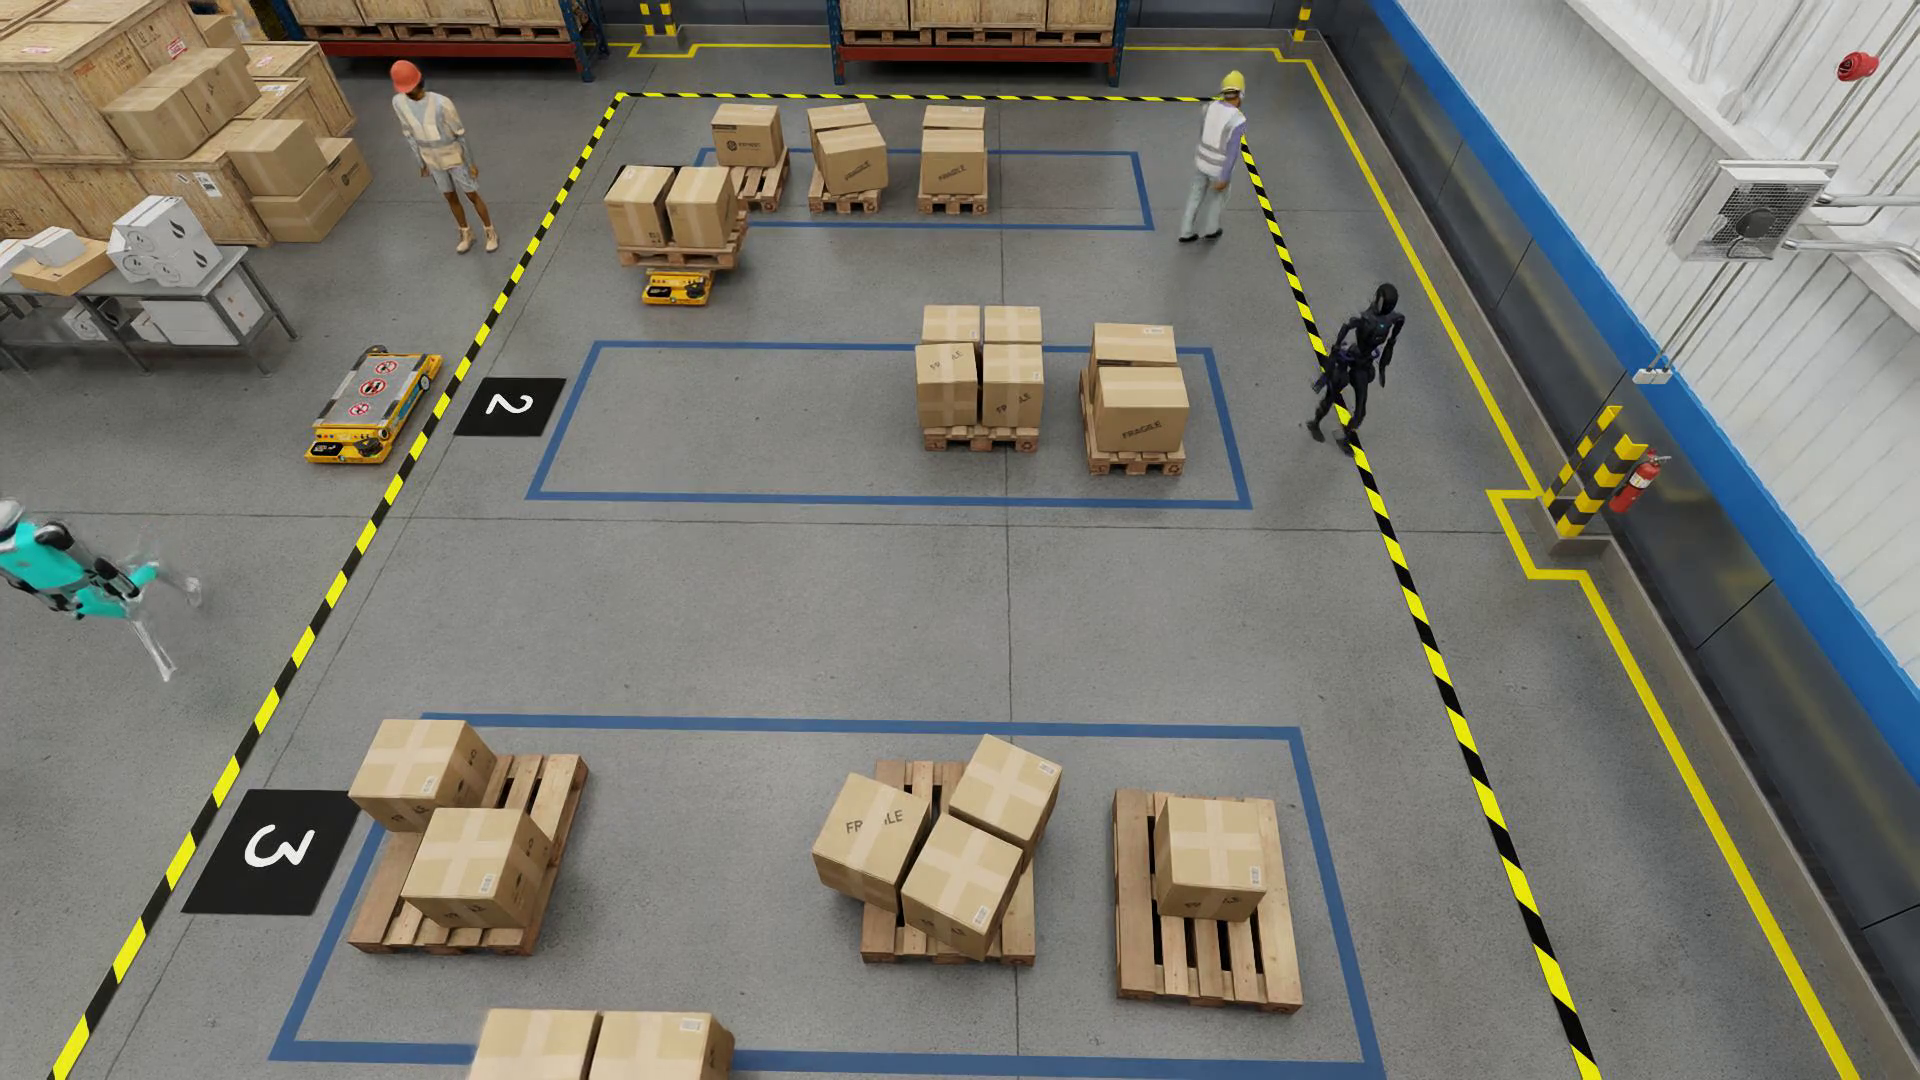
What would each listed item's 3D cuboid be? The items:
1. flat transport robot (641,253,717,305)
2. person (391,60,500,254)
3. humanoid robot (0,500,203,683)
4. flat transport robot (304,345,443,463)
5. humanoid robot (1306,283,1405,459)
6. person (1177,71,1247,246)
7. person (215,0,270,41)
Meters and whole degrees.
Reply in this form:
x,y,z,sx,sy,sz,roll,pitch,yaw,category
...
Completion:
x,y,z,sx,sy,sz,roll,pitch,yaw,category
-2.948,-3.059,9.937,0.652,0.197,1.431,2,50,2,flat transport robot
-5.373,-3.947,9.553,0.604,2.034,0.392,0,50,0,person
-5.863,0.169,6.298,0.530,1.783,1.015,-12,51,-10,humanoid robot
-5.383,-1.269,8.441,0.659,0.231,1.431,1,50,1,flat transport robot
3.294,-1.408,7.639,0.610,1.641,0.539,-7,50,-6,humanoid robot
2.709,-4.008,9.760,0.672,1.788,0.609,-31,56,-24,person
-9.121,-6.417,11.721,0.762,1.912,0.539,-4,50,-3,person
